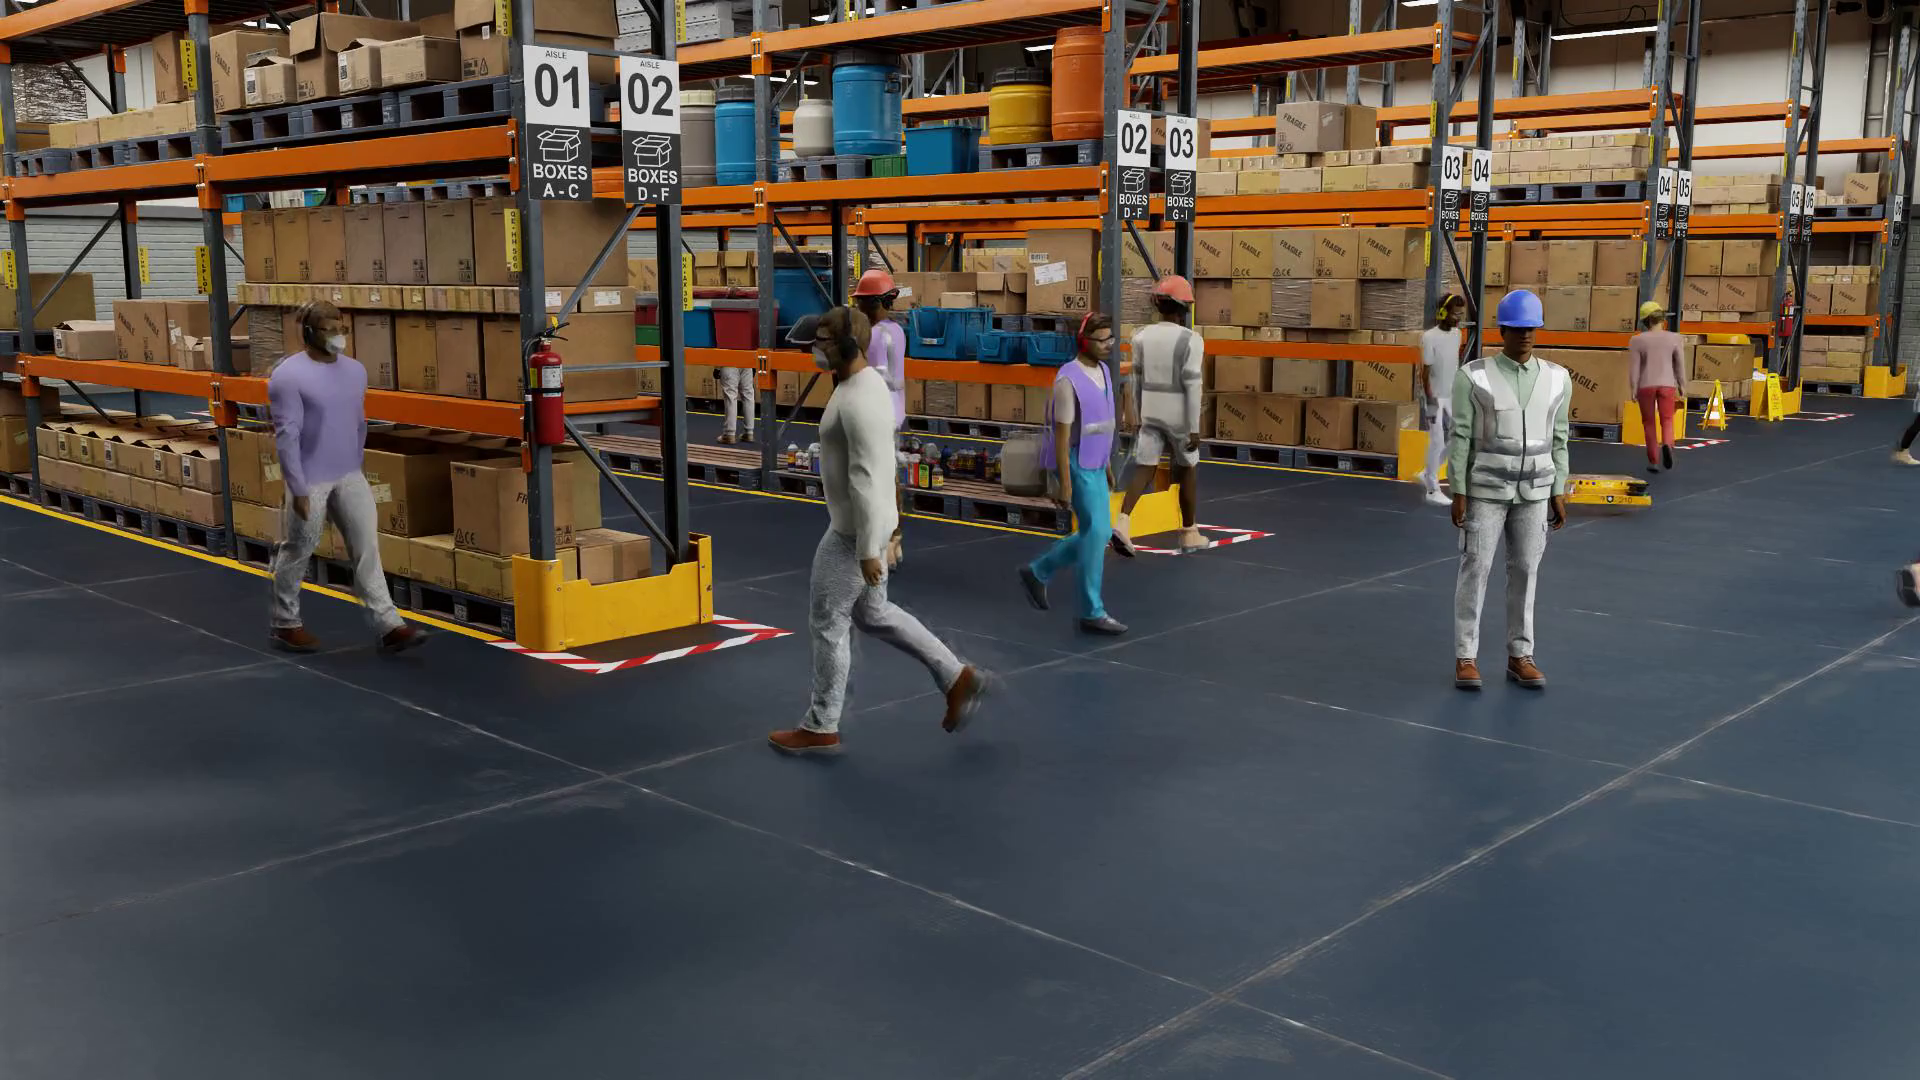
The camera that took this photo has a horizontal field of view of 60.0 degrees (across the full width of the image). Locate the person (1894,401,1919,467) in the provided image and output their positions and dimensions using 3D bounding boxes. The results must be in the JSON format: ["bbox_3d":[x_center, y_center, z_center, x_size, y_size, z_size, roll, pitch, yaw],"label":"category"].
[{"bbox_3d":[10.159,-1.563,17.147,0.881,1.644,0.548,8,12,40],"label":"person"}]

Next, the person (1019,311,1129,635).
[{"bbox_3d":[0.649,-0.384,9.411,0.610,1.817,0.588,4,10,24],"label":"person"}]

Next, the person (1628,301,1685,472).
[{"bbox_3d":[6.992,-1.529,16.693,0.565,1.723,0.611,2,10,14],"label":"person"}]

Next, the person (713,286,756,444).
[{"bbox_3d":[-2.665,-2.070,19.683,0.626,1.844,0.429,-9,13,-42],"label":"person"}]

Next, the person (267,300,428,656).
[{"bbox_3d":[-3.321,-0.312,8.786,1.032,1.878,0.651,5,11,29],"label":"person"}]

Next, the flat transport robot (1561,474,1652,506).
[{"bbox_3d":[5.568,-0.451,14.551,0.652,0.197,1.431,5,12,11],"label":"flat transport robot"}]

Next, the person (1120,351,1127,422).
[{"bbox_3d":[2.011,-2.492,22.714,0.902,1.701,0.503,8,13,42],"label":"person"}]

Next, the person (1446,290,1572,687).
[{"bbox_3d":[2.692,-0.247,8.177,0.603,1.949,0.384,-1,9,-4],"label":"person"}]

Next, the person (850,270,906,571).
[{"bbox_3d":[-0.568,-0.822,11.411,0.373,2.043,0.614,2,9,11],"label":"person"}]

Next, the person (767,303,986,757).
[{"bbox_3d":[-0.358,-0.039,7.029,0.870,1.917,0.632,0,9,0],"label":"person"}]

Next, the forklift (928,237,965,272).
[{"bbox_3d":[-0.326,-5.817,39.609,1.129,2.768,1.873,9,13,43],"label":"forklift"}]

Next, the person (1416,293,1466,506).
[{"bbox_3d":[4.191,-1.215,14.441,0.566,1.839,0.462,-7,11,-36],"label":"person"}]

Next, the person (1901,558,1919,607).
[{"bbox_3d":[5.969,-0.372,9.770,0.677,1.672,0.536,-2,9,-12],"label":"person"}]

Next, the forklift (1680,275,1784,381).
[{"bbox_3d":[12.480,-3.427,27.053,1.214,2.155,2.313,9,13,43],"label":"forklift"}]

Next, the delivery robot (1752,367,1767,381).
[{"bbox_3d":[12.174,-2.409,25.538,0.707,0.478,0.477,0,9,-2],"label":"delivery robot"}]

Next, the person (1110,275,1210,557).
[{"bbox_3d":[1.450,-0.881,11.885,0.616,2.012,0.971,8,12,40],"label":"person"}]
